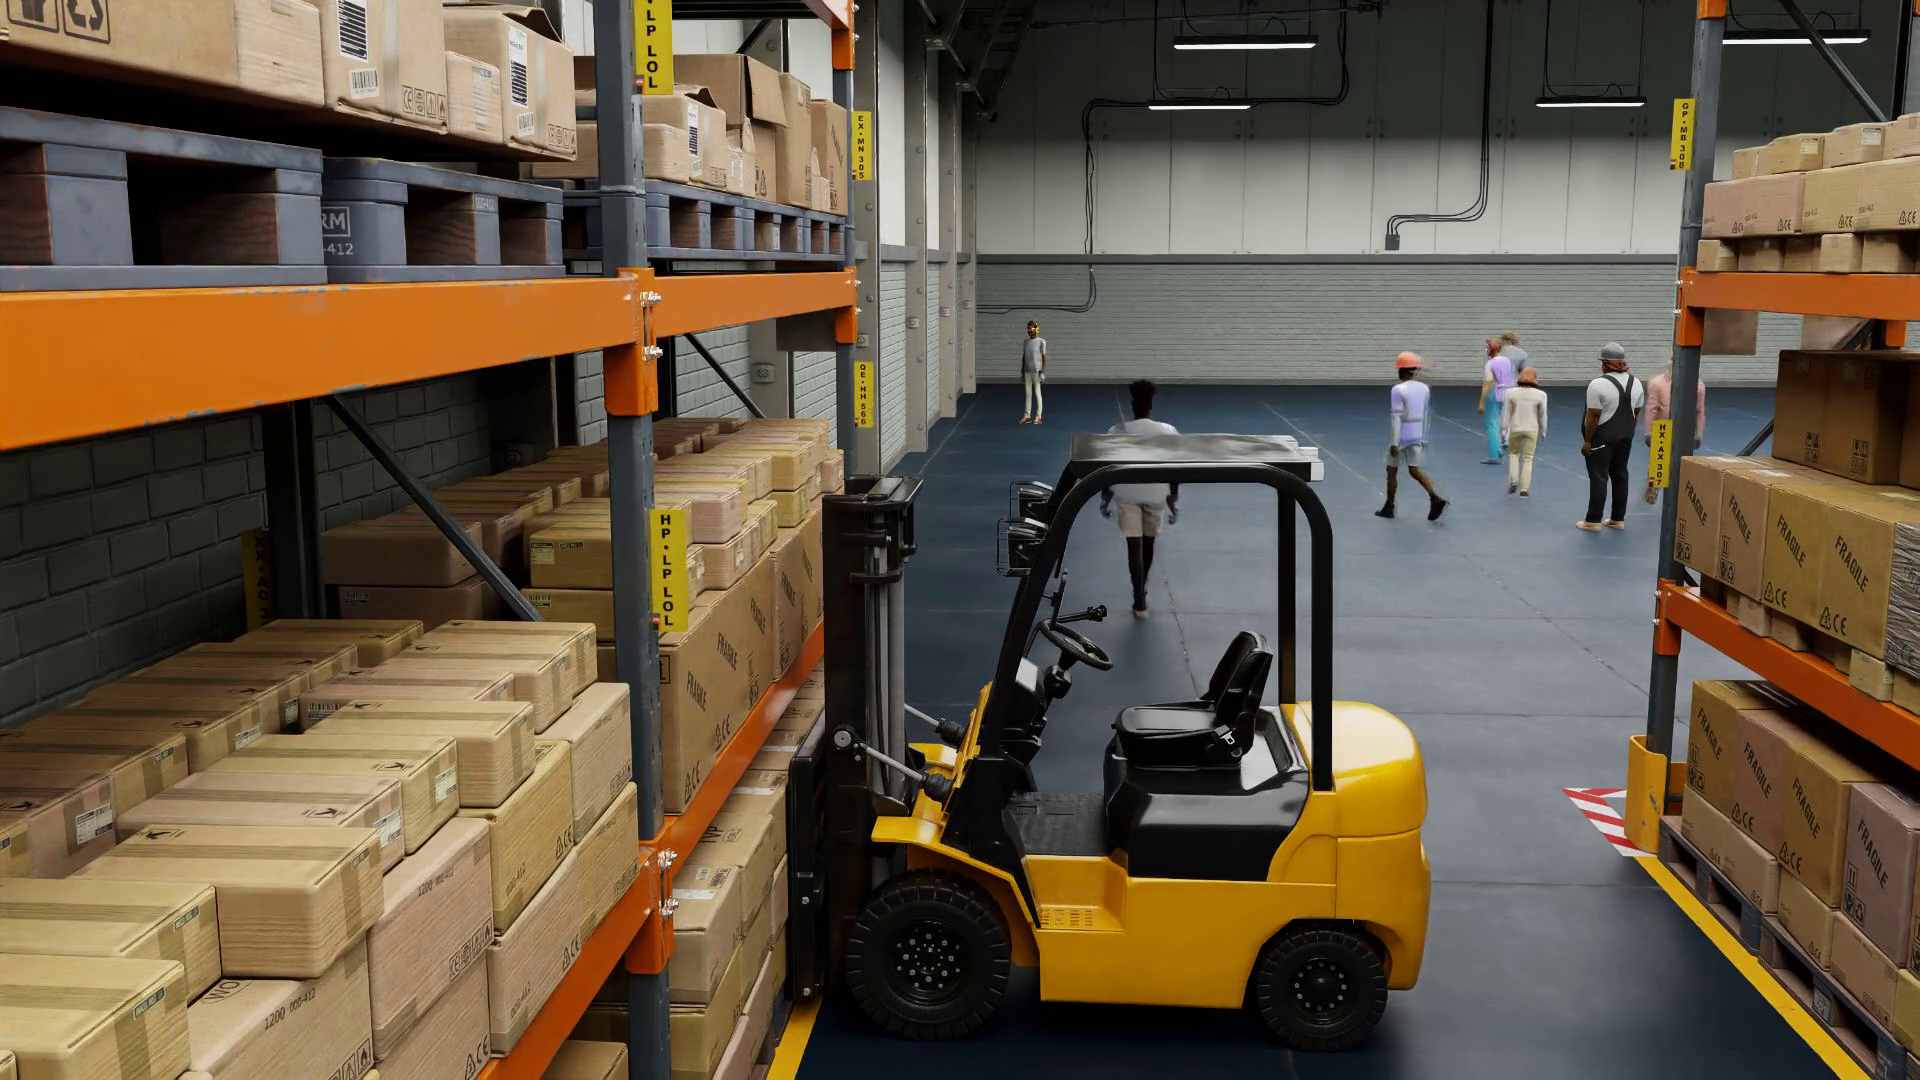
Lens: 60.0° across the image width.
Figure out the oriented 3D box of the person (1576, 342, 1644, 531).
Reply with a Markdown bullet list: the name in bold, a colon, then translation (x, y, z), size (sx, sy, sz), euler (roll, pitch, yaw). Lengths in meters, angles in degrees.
- **person**: translation (6.994, -1.121, 18.034), size (0.683, 2.000, 0.538), euler (-4, 10, -22)

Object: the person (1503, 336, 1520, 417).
- **person**: translation (10.034, -2.886, 30.061), size (0.799, 1.599, 0.503), euler (-4, 10, -24)

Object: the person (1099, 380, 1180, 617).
- **person**: translation (1.483, -0.371, 13.863), size (0.630, 1.909, 0.988), euler (-1, 9, -5)

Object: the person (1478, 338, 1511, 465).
- **person**: translation (7.684, -1.994, 23.968), size (0.470, 1.826, 0.591), euler (9, 13, 44)

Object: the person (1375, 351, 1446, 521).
- **person**: translation (5.077, -1.152, 18.653), size (0.552, 1.914, 0.843), euler (-5, 11, -30)

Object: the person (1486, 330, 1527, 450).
- **person**: translation (8.574, -2.355, 26.117), size (0.639, 1.861, 1.091), euler (3, 10, 15)

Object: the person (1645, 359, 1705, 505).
- **person**: translation (8.307, -1.262, 19.347), size (0.660, 1.886, 0.545), euler (1, 9, 8)

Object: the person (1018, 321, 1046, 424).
- **person**: translation (1.317, -3.035, 30.148), size (0.520, 1.873, 0.328), euler (7, 12, 35)

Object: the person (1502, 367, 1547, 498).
- **person**: translation (7.009, -1.339, 20.635), size (0.520, 1.615, 0.500), euler (4, 10, 22)
